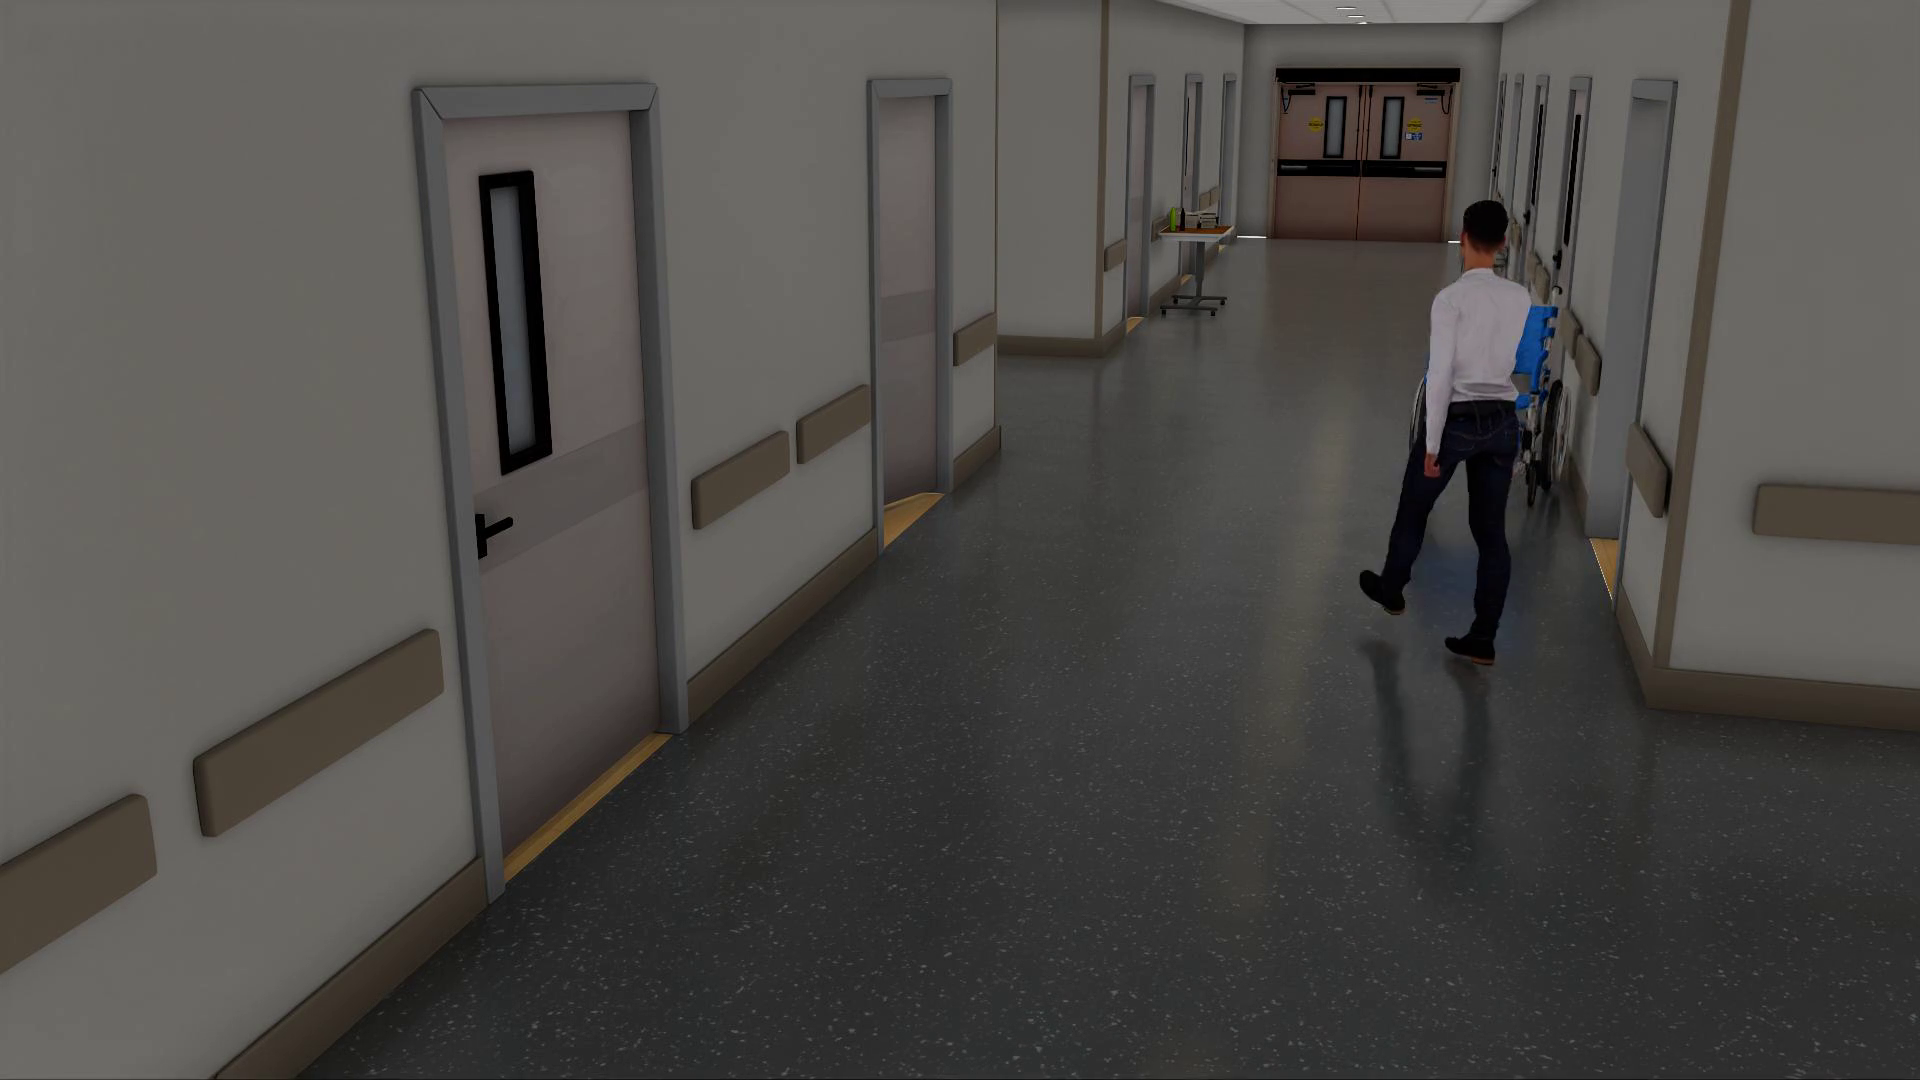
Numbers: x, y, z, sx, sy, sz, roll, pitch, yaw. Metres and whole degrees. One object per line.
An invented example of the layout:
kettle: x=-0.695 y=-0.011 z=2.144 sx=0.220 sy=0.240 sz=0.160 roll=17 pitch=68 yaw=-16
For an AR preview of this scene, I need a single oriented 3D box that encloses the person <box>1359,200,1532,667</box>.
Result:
person: x=2.096 y=-0.392 z=6.643 sx=1.014 sy=1.832 sz=1.236 roll=-5 pitch=16 yaw=-16
